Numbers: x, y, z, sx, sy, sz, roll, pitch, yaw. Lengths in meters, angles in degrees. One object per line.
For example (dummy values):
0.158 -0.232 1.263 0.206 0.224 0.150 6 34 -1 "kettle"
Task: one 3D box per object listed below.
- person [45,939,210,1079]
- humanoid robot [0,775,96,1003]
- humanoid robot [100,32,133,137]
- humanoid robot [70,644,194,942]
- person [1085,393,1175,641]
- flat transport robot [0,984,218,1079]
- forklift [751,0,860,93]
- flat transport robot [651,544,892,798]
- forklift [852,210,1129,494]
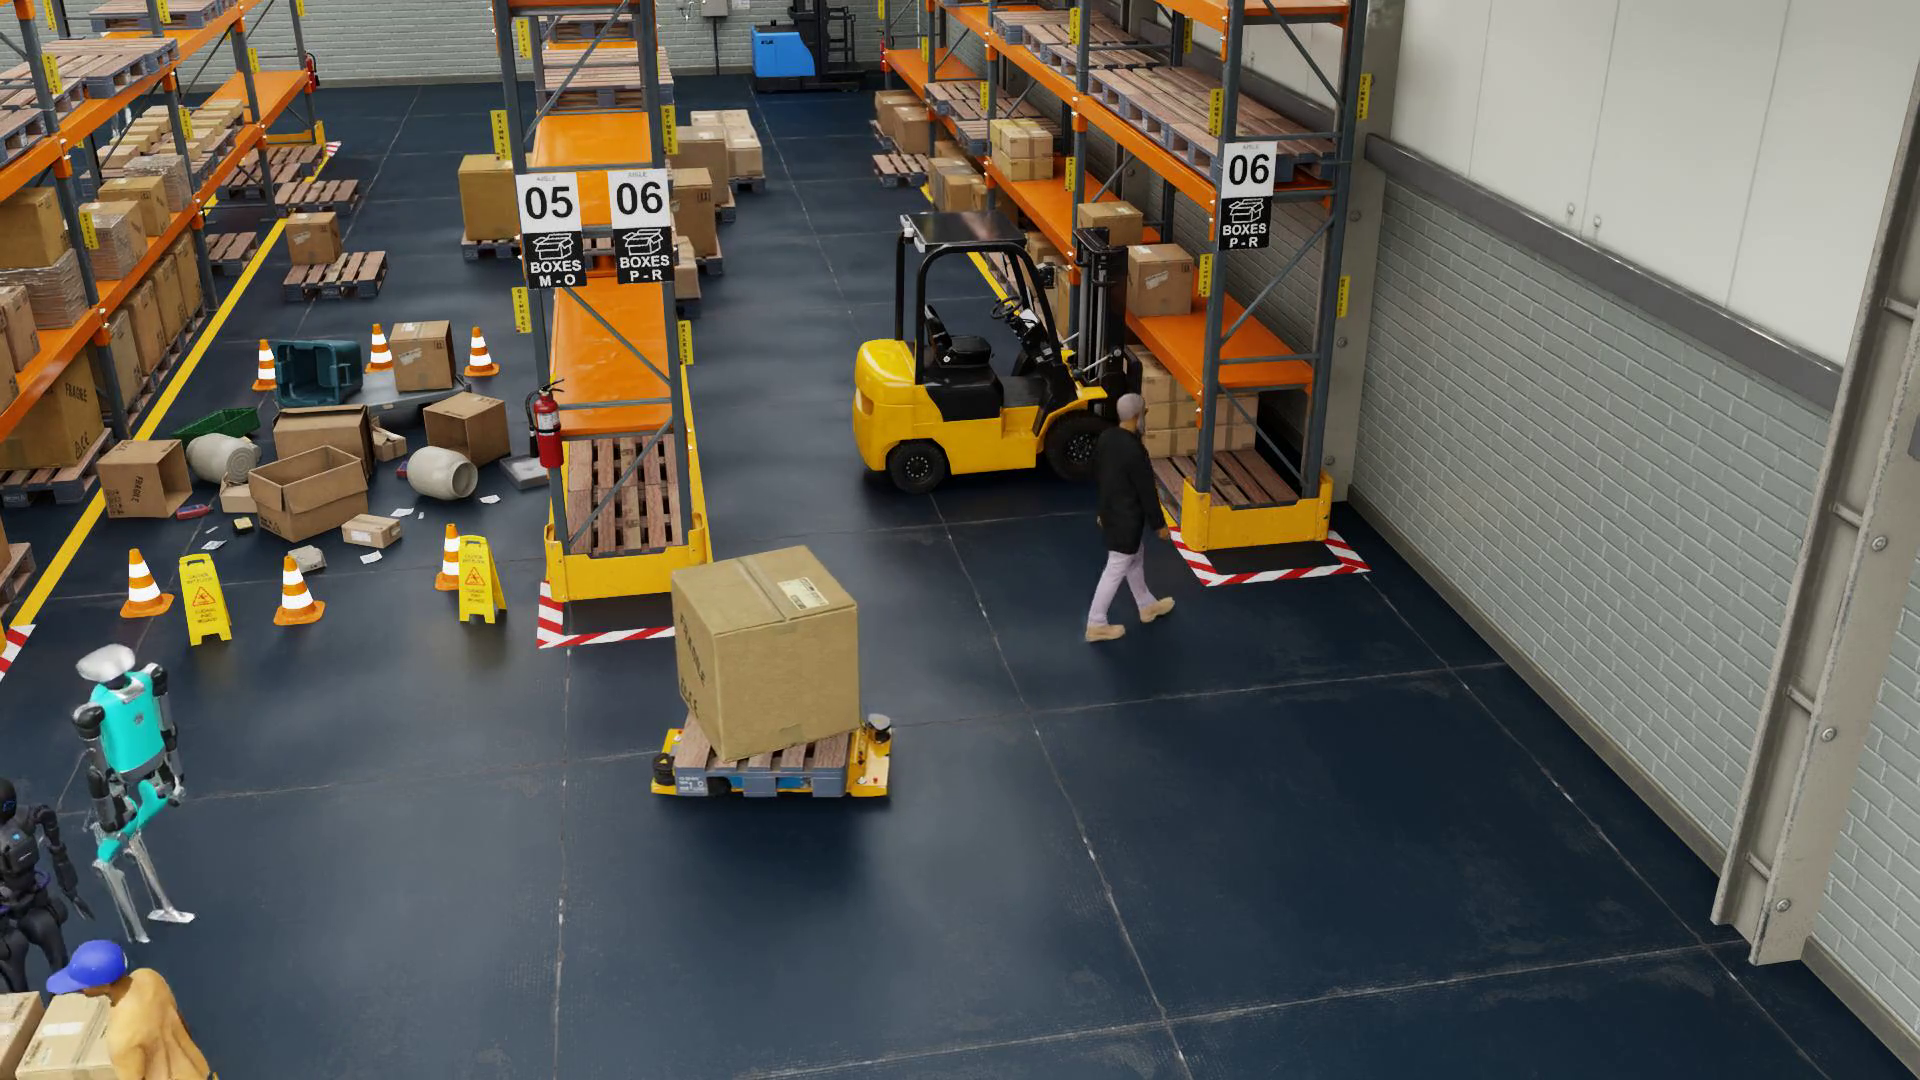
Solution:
-3.245 2.271 6.747 0.527 1.686 0.452 -7 27 -14 "person"
-4.415 1.770 7.829 0.403 1.637 0.589 11 28 21 "humanoid robot"
-13.463 -7.198 26.516 0.551 1.869 0.834 -22 34 -38 "humanoid robot"
-4.392 1.325 8.677 0.679 1.795 0.542 10 28 20 "humanoid robot"
1.234 -0.160 11.679 0.794 1.825 0.555 -8 27 -17 "person"
-4.077 2.760 7.382 1.431 0.231 0.659 -10 27 -19 "flat transport robot"
-2.872 -9.679 30.288 1.873 2.768 1.129 -5 26 -10 "forklift"
-1.154 1.337 10.345 1.431 0.231 0.659 0 26 1 "flat transport robot"
0.216 -1.659 14.366 2.313 2.155 1.214 -5 26 -10 "forklift"
